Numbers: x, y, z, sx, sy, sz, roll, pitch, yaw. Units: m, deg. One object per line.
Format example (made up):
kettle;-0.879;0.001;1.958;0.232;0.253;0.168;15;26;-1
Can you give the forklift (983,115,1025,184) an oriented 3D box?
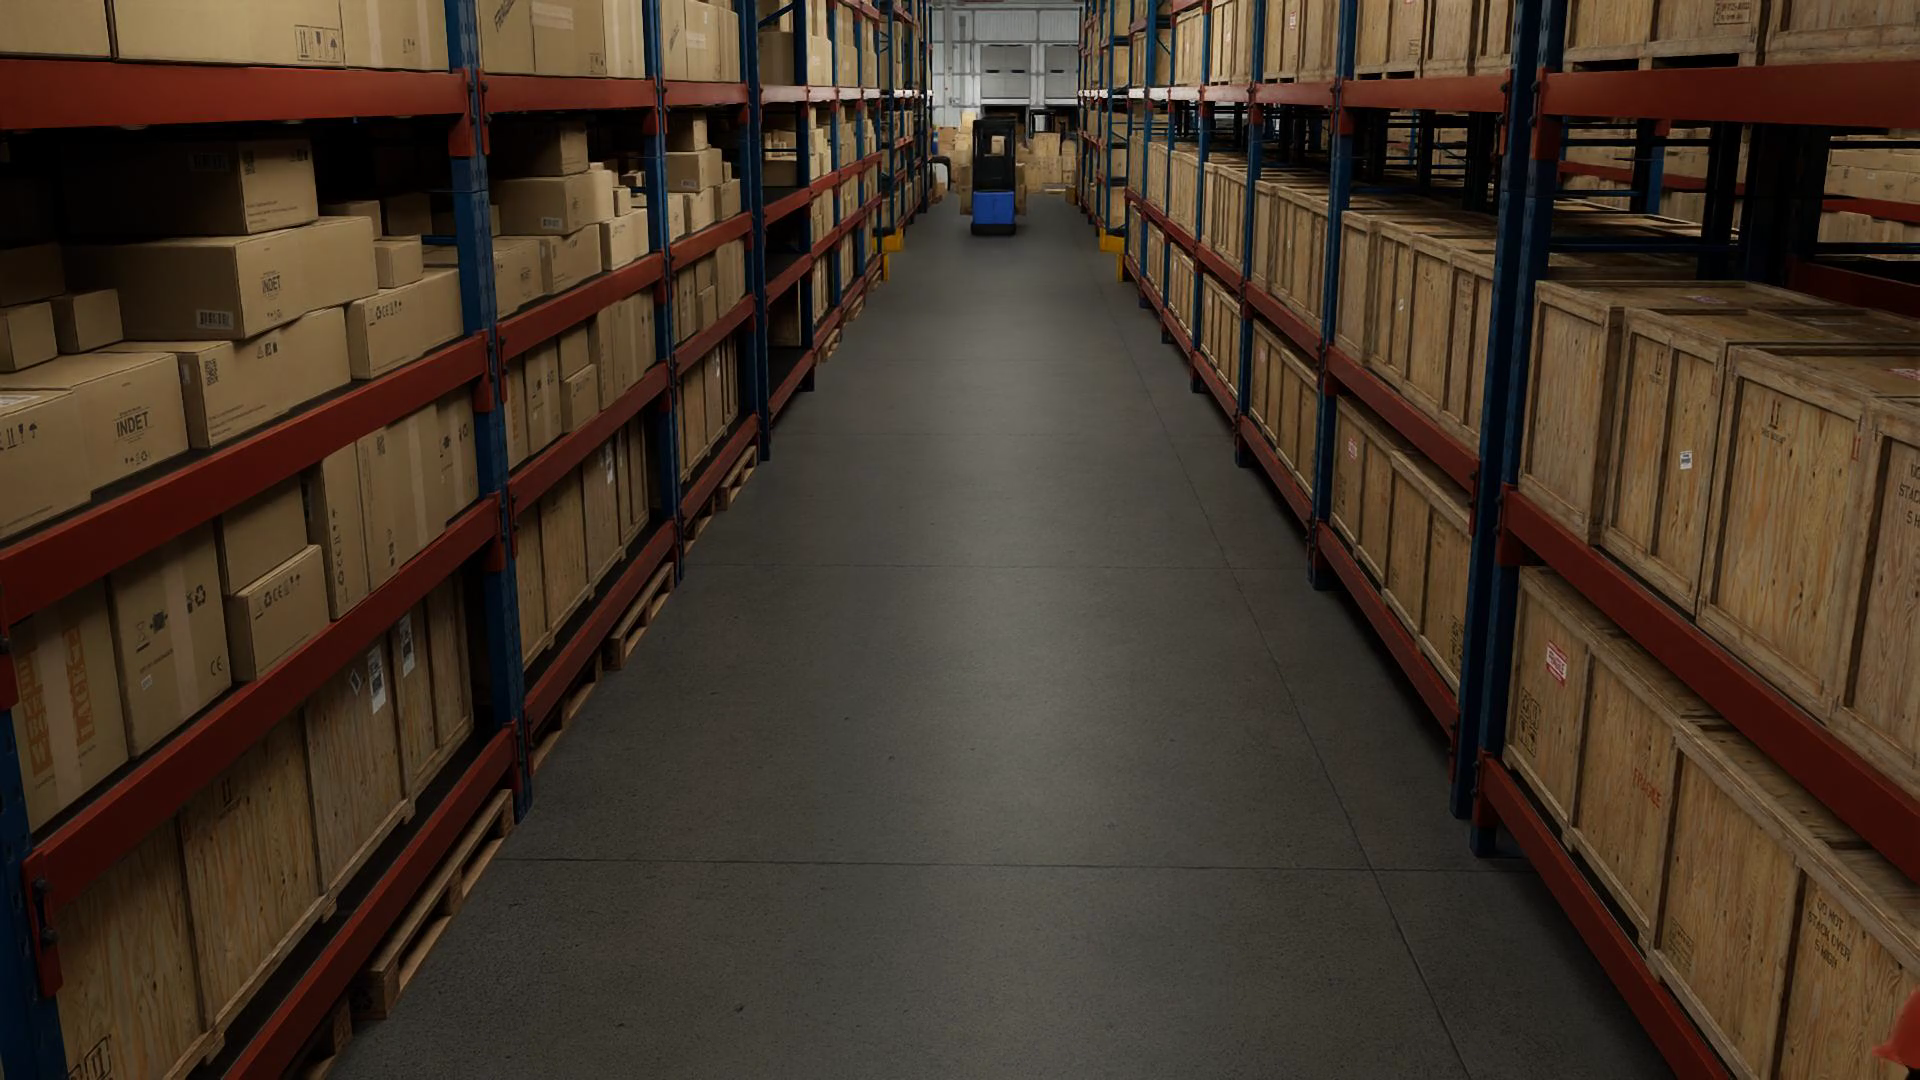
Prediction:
forklift;1.179;-11.238;49.603;1.129;2.768;1.873;-5;16;-18

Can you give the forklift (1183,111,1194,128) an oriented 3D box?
forklift;8.190;-14.569;61.999;1.129;2.768;1.873;0;15;1

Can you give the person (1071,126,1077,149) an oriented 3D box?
person;5.844;-19.857;83.501;0.754;1.909;0.608;9;18;31

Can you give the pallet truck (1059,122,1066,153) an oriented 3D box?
pallet truck;5.788;-21.111;88.014;1.885;1.965;0.823;5;16;18

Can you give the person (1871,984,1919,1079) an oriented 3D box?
person;1.775;1.744;3.087;0.921;1.925;0.717;12;19;38

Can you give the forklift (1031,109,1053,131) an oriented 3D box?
forklift;3.409;-16.577;69.471;1.129;2.768;1.873;0;15;2

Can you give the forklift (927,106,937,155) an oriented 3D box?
forklift;-1.913;-20.495;84.046;1.129;2.768;1.873;-5;16;-18

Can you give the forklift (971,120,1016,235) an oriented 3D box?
forklift;0.848;-9.090;41.612;1.129;2.768;1.873;0;15;1
